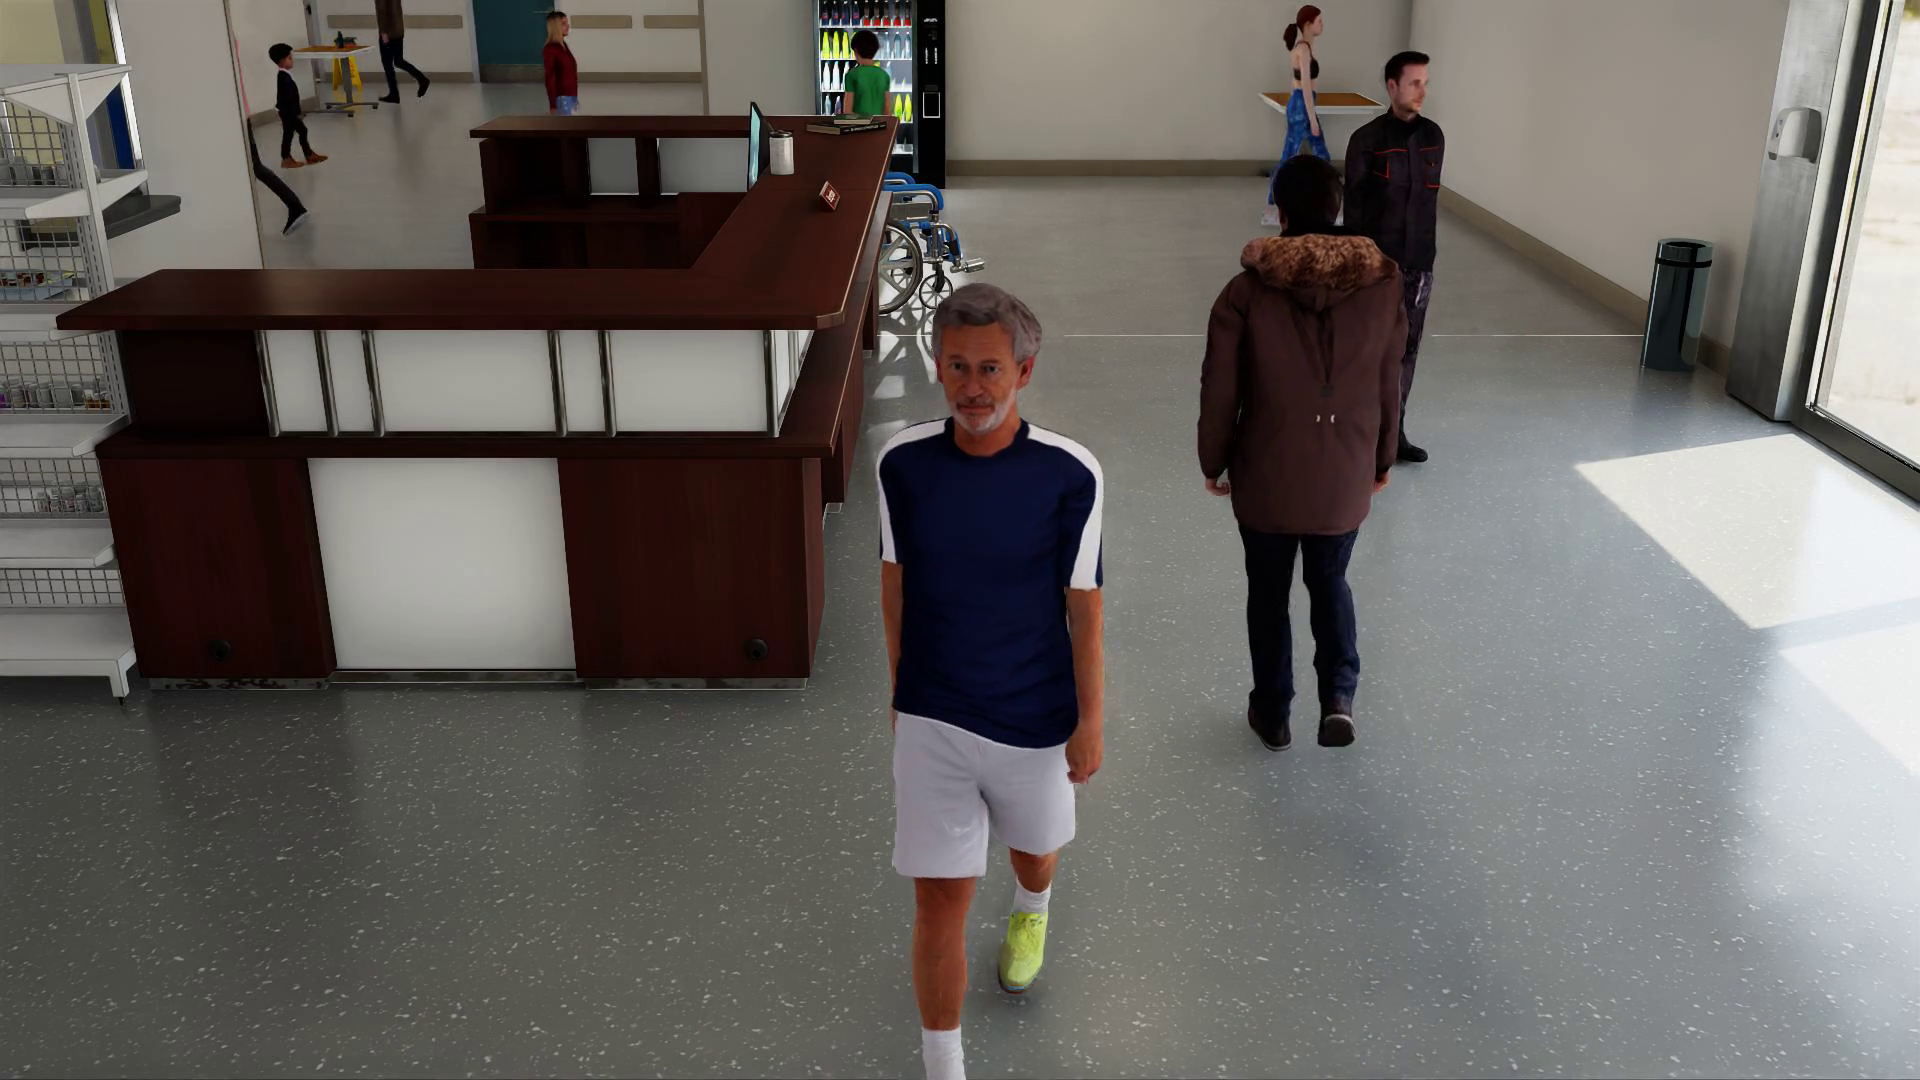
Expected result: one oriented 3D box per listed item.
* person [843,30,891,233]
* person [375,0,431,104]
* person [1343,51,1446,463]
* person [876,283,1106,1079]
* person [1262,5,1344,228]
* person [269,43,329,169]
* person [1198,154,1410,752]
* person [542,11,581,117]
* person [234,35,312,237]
[{"bbox_3d":[-0.700,-3.054,12.749,0.633,1.649,0.715,-15,25,-34],"label":"person"},{"bbox_3d":[-7.598,-6.846,22.448,0.970,1.870,0.706,2,21,5],"label":"person"},{"bbox_3d":[1.986,-1.274,7.679,0.687,1.912,0.834,-9,23,-23],"label":"person"},{"bbox_3d":[0.082,0.342,3.574,1.189,1.797,0.868,4,21,10],"label":"person"},{"bbox_3d":[2.675,-3.396,13.501,1.009,1.757,0.721,5,21,14],"label":"person"},{"bbox_3d":[-6.822,-4.359,16.756,0.754,1.212,0.640,-9,22,-21],"label":"person"},{"bbox_3d":[1.032,-0.173,4.888,0.757,1.830,0.837,-1,21,-3],"label":"person"},{"bbox_3d":[-3.733,-4.045,15.413,0.980,1.615,0.678,3,21,8],"label":"person"},{"bbox_3d":[-5.635,-3.297,13.006,1.241,1.923,0.705,2,21,5],"label":"person"}]
